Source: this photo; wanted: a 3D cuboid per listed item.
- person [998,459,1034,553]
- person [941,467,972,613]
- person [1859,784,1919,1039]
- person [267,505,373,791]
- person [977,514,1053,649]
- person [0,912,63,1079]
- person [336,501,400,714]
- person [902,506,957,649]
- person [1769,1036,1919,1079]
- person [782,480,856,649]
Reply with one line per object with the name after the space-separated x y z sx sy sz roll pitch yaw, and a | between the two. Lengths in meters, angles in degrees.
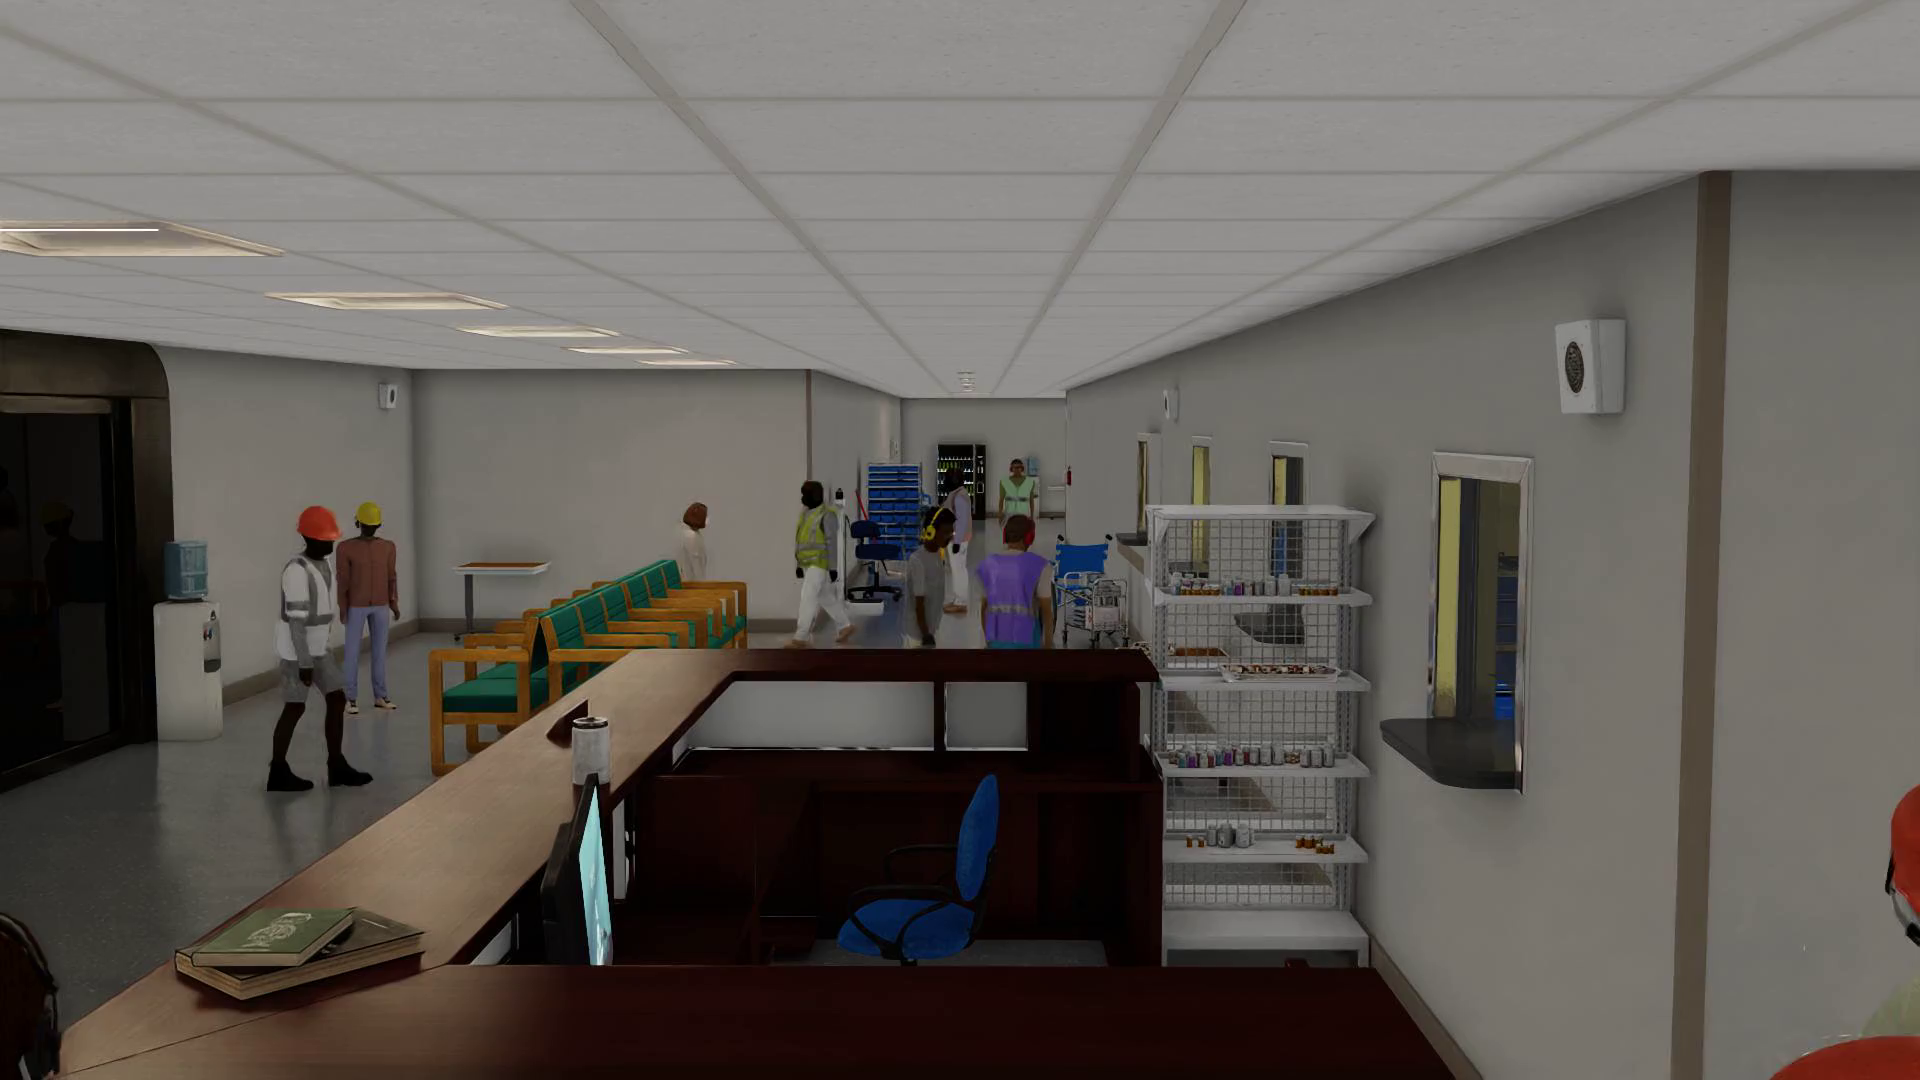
0.906 -0.381 26.588 0.581 1.804 0.885 0 4 0 | person
-0.063 0.002 21.027 0.430 1.845 0.619 0 4 -4 | person
1.515 1.282 2.489 0.764 1.957 0.402 -4 6 -44 | person
-4.189 0.715 10.760 0.758 1.881 0.550 0 4 5 | person
0.385 0.714 11.513 0.584 1.788 0.987 2 4 22 | person
-1.193 1.360 2.033 0.626 1.838 0.430 -2 5 -27 | person
-4.920 0.556 13.847 0.524 1.760 0.328 -4 6 -42 | person
-0.208 0.671 11.663 0.437 1.836 0.562 1 4 20 | person
0.769 1.346 1.298 0.911 1.954 0.626 -1 4 -7 | person
-1.504 0.256 17.898 0.935 1.811 0.639 -3 5 -32 | person
